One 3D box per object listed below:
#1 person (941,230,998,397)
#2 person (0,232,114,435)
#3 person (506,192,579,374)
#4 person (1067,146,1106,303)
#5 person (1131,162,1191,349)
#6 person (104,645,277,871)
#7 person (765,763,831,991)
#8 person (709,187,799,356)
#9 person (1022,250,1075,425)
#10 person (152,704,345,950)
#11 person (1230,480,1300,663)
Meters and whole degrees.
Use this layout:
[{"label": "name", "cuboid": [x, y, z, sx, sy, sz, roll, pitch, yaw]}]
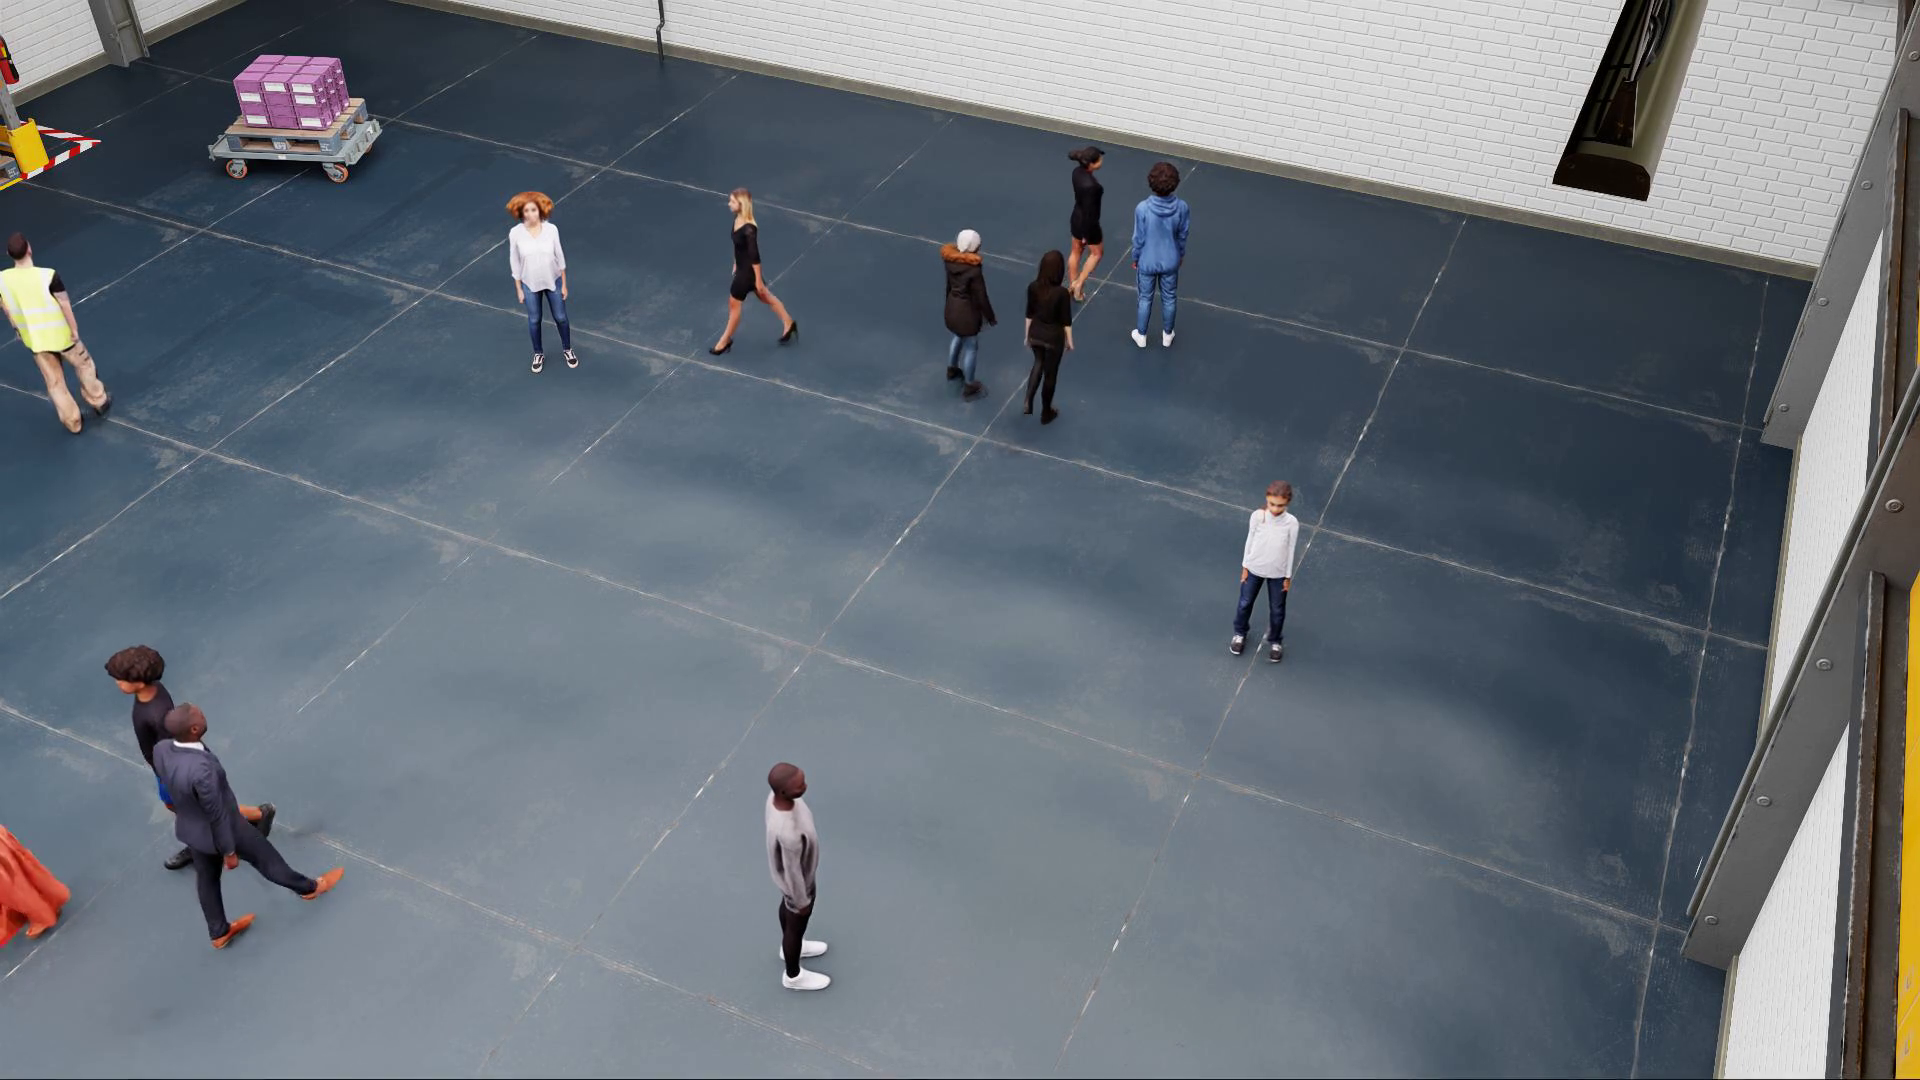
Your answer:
[{"label": "person", "cuboid": [0.036, -1.967, 14.520, 0.746, 1.624, 0.778, 31, 48, 33]}, {"label": "person", "cuboid": [-7.692, -1.695, 14.017, 0.936, 1.829, 1.000, -11, 40, -14]}, {"label": "person", "cuboid": [-3.752, -2.337, 14.909, 0.754, 1.717, 0.803, -9, 40, -11]}, {"label": "person", "cuboid": [1.109, -2.943, 15.739, 0.735, 1.629, 0.686, -17, 42, -20]}, {"label": "person", "cuboid": [1.811, -2.584, 15.144, 0.755, 1.811, 0.734, 0, 39, 0]}, {"label": "person", "cuboid": [-4.758, 1.333, 10.263, 1.060, 1.780, 0.921, -21, 43, -24]}, {"label": "person", "cuboid": [-0.968, 1.911, 9.547, 0.752, 1.771, 0.657, -7, 39, -8]}, {"label": "person", "cuboid": [-1.831, -2.428, 15.093, 1.078, 1.630, 1.049, -12, 40, -14]}, {"label": "person", "cuboid": [0.704, -1.667, 14.141, 0.598, 1.630, 0.663, 21, 43, 24]}, {"label": "person", "cuboid": [-4.438, 1.745, 9.736, 0.859, 1.795, 1.120, 26, 45, 29]}, {"label": "person", "cuboid": [2.202, 0.193, 11.871, 0.573, 1.554, 0.532, 11, 40, 13]}]
